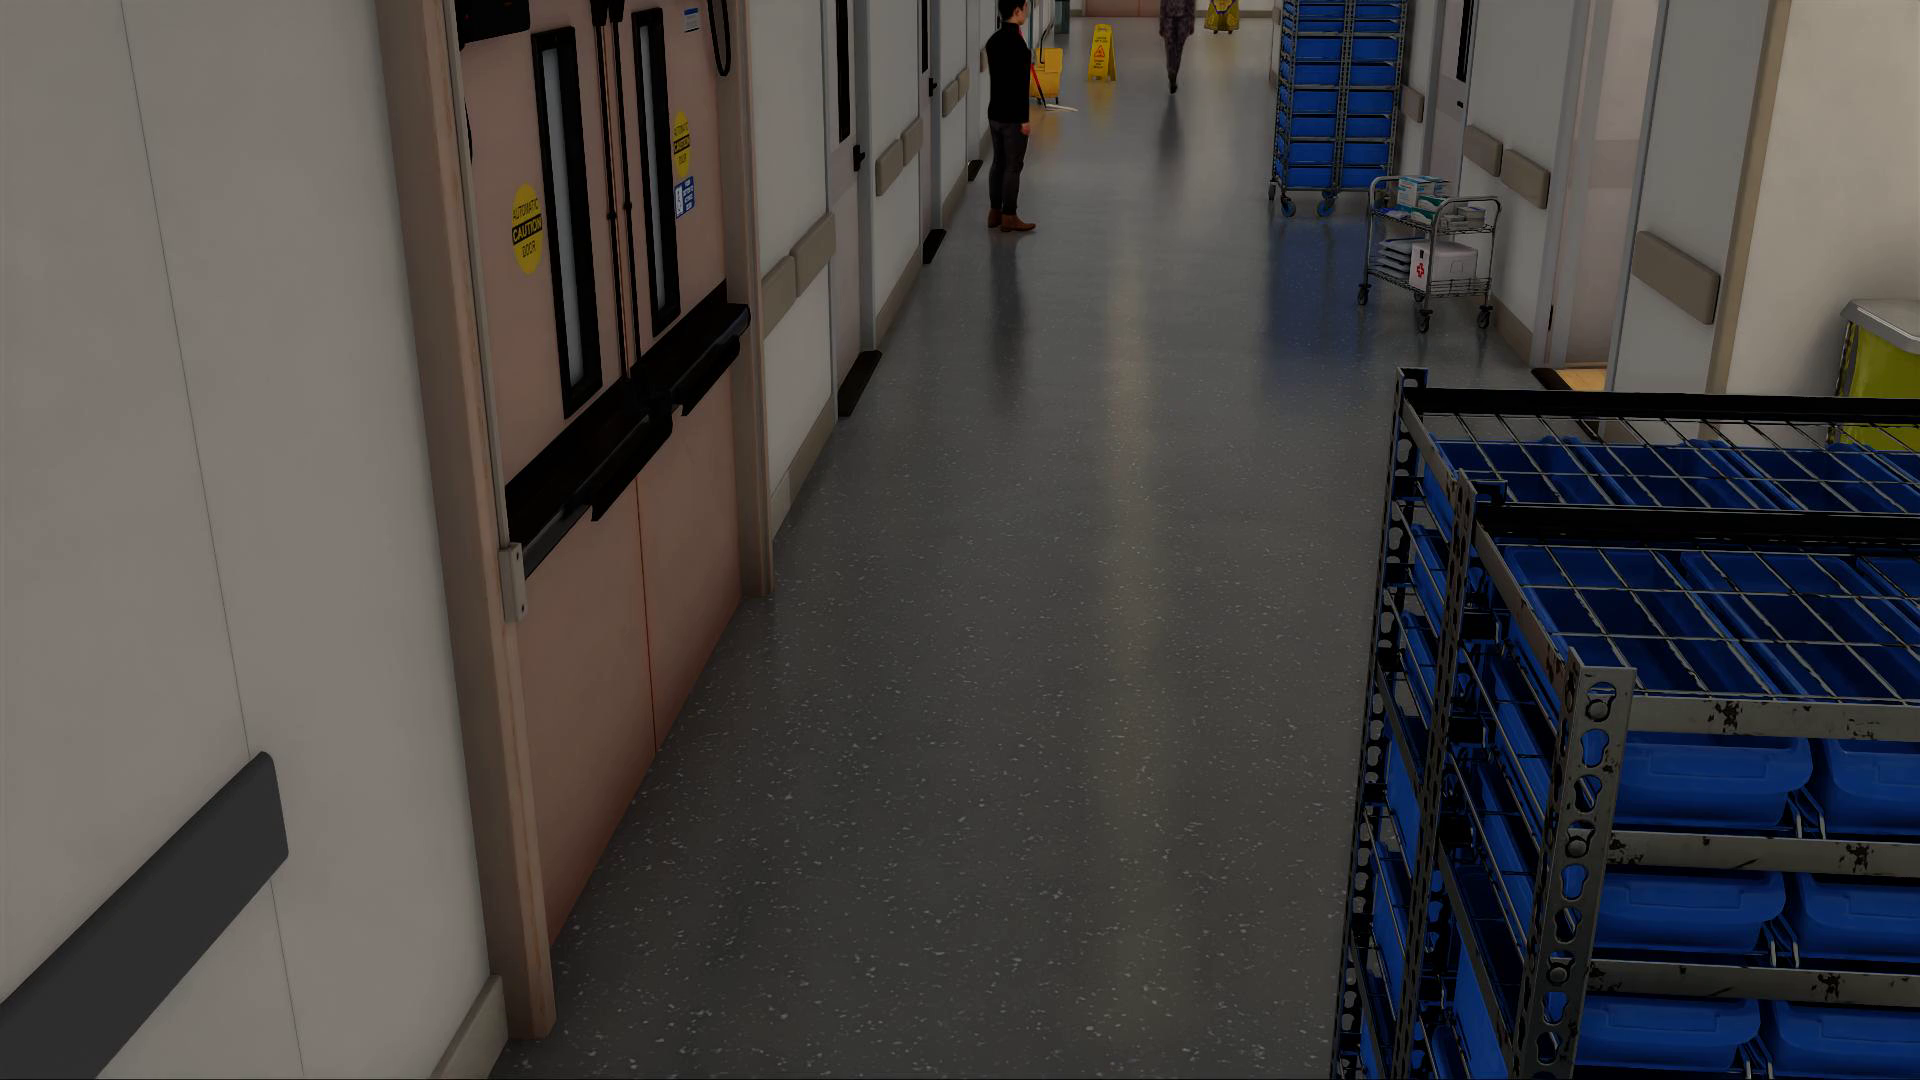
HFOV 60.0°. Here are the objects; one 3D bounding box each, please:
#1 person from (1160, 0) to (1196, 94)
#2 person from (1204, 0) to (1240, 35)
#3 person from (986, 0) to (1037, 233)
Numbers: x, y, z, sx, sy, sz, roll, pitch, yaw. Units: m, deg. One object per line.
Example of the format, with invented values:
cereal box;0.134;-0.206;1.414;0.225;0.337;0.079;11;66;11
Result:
person;2.794;-6.617;21.459;0.608;1.666;1.114;1;21;3
person;5.118;-10.633;32.073;0.867;1.658;0.772;4;21;10
person;0.357;-3.159;12.248;0.781;1.722;0.657;-10;23;-24
